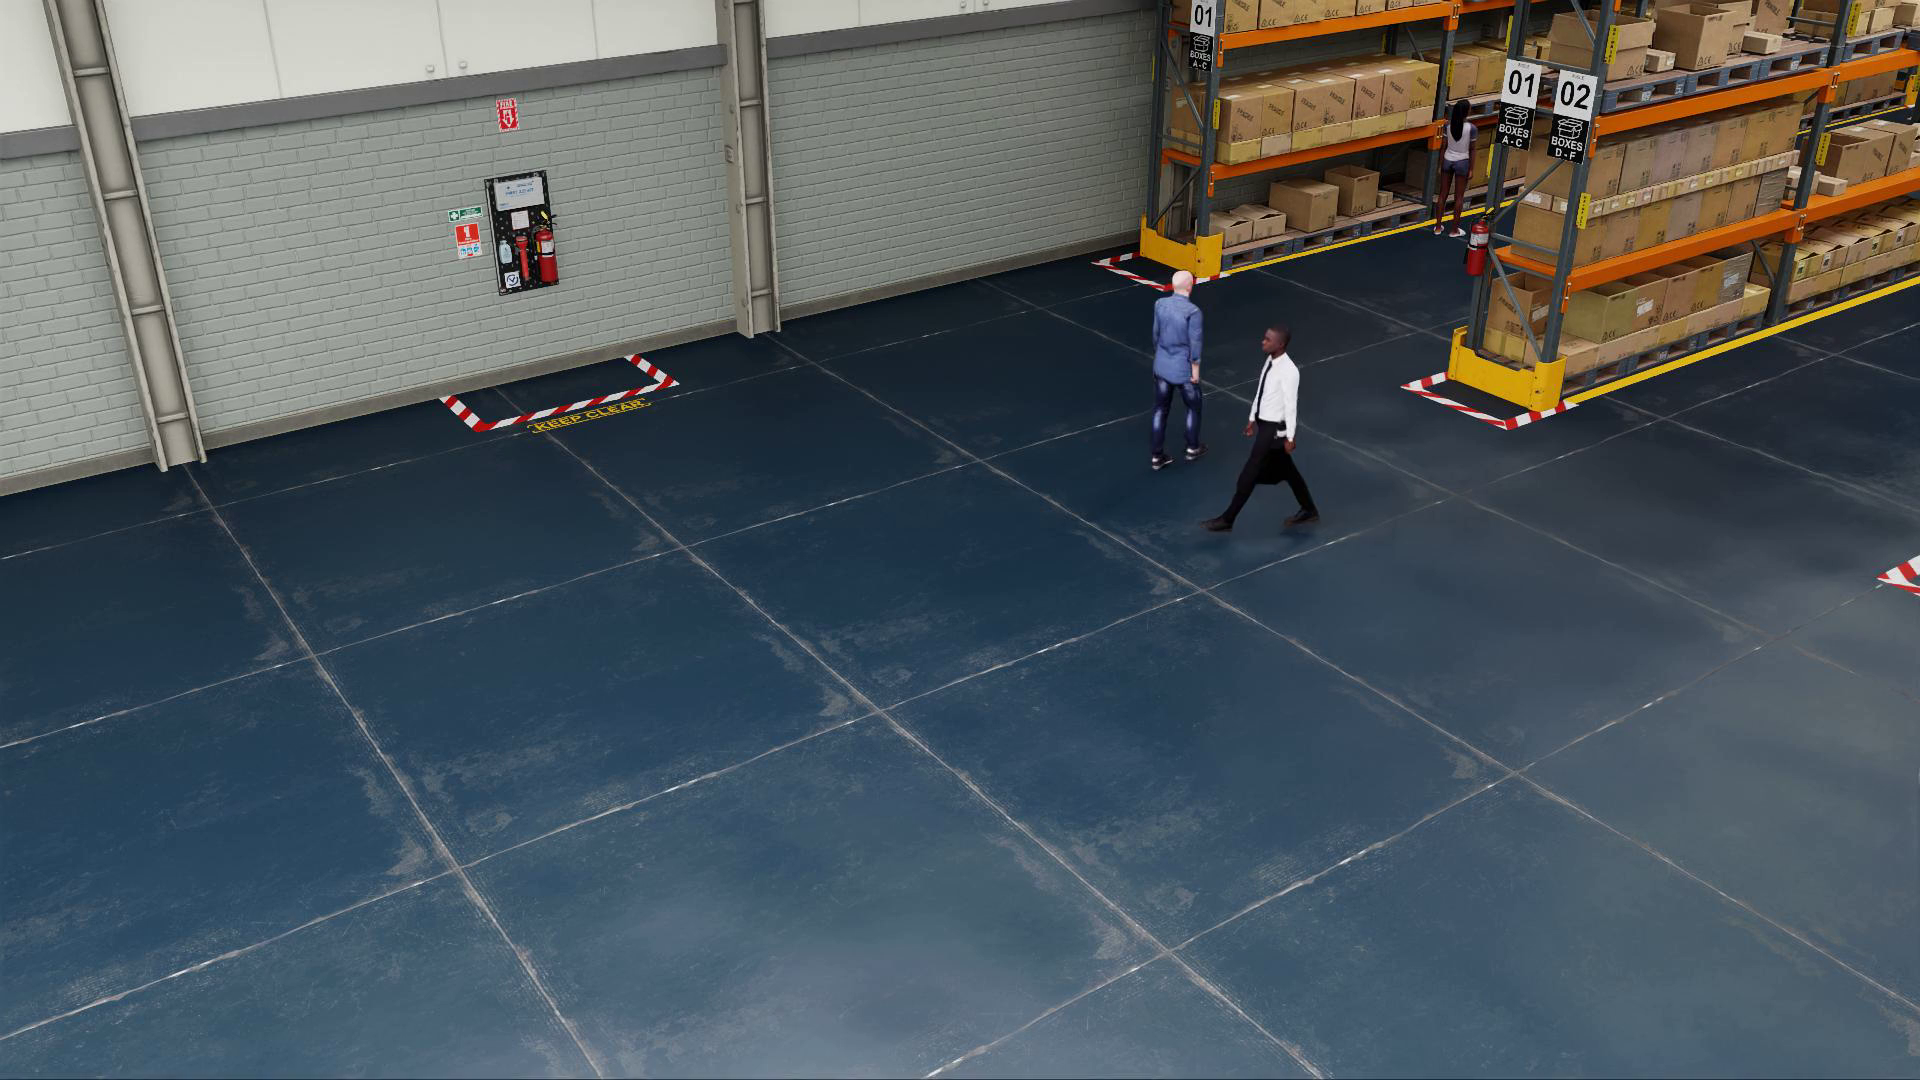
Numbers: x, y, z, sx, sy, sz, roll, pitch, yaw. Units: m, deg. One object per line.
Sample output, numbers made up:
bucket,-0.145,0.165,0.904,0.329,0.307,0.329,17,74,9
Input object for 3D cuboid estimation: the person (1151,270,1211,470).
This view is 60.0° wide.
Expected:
person,1.860,-1.462,14.665,0.865,1.804,0.964,22,34,36

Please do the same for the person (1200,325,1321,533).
person,2.641,-0.865,13.529,1.359,1.781,1.075,-4,27,-7

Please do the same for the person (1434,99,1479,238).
person,6.279,-4.727,21.095,0.669,1.721,0.639,19,33,32
